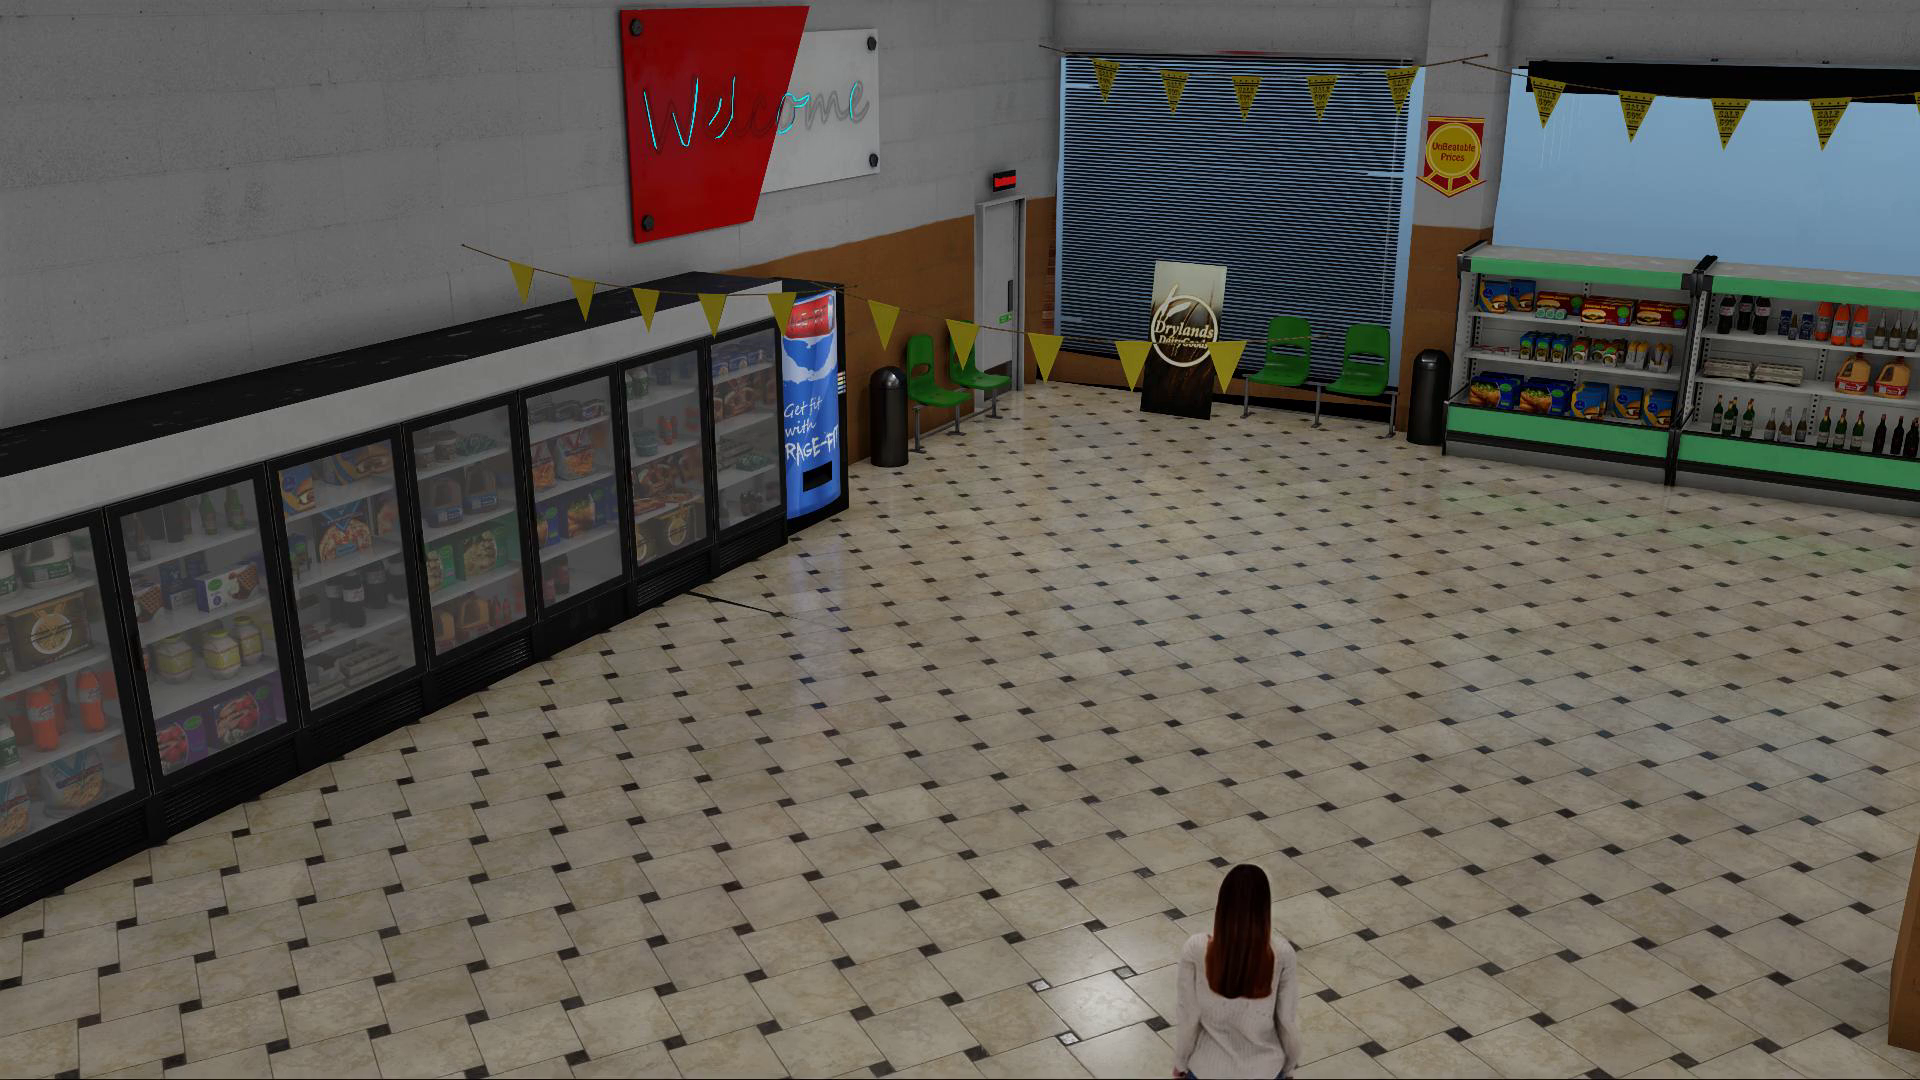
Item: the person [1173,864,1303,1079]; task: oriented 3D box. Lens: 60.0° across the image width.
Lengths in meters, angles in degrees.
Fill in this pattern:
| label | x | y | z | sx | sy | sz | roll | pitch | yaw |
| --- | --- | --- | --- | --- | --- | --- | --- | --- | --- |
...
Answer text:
| label | x | y | z | sx | sy | sz | roll | pitch | yaw |
| --- | --- | --- | --- | --- | --- | --- | --- | --- | --- |
| person | 1.018 | 1.958 | 6.122 | 0.613 | 1.691 | 0.750 | 3 | 19 | 9 |
